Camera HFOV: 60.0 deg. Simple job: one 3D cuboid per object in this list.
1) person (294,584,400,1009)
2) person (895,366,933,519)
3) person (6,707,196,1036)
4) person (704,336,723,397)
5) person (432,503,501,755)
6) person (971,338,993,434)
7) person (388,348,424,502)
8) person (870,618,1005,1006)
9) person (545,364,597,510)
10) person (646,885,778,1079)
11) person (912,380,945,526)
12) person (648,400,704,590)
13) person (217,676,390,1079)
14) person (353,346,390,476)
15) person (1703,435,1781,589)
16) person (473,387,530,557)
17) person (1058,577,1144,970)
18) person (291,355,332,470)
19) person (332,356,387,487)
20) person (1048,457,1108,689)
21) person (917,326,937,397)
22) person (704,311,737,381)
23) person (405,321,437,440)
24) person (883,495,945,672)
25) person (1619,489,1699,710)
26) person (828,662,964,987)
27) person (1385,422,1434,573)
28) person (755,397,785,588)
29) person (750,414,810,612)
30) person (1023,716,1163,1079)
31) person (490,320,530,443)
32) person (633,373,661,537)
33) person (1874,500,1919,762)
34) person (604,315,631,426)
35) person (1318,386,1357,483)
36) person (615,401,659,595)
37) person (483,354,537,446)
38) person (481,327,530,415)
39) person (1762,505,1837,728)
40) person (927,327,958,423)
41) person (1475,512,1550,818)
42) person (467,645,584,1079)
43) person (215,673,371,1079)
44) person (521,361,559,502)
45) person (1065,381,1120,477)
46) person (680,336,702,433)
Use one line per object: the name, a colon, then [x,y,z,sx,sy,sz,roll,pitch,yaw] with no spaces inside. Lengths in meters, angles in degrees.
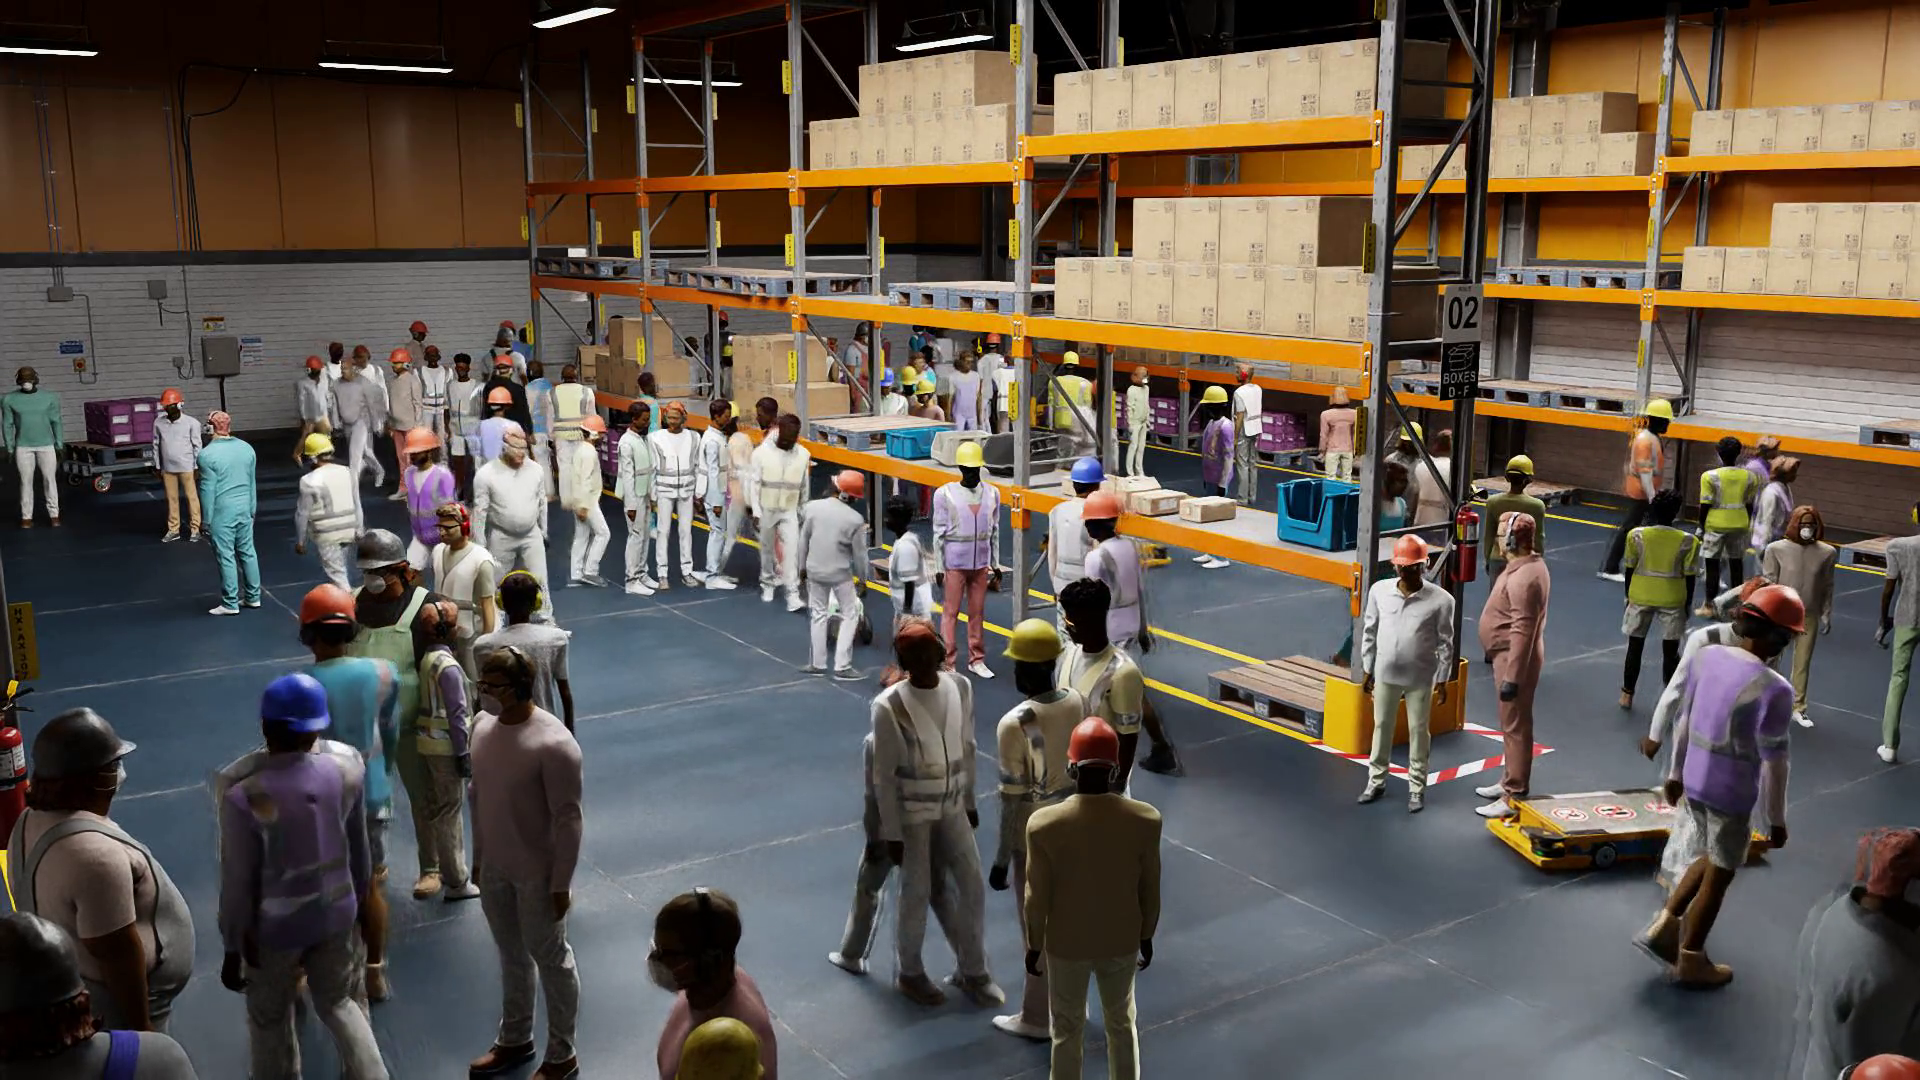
person: [-2.940,1.194,7.779,0.634,2.023,0.552,-10,15,-42]
person: [-0.616,-1.166,20.175,0.612,1.899,0.477,0,11,-1]
person: [-2.966,1.566,5.837,0.682,2.000,0.537,9,14,39]
person: [-4.274,-2.946,29.198,0.373,1.938,0.630,-6,13,-30]
person: [-3.274,0.648,11.071,0.567,1.836,0.385,9,14,39]
person: [0.320,-2.136,25.258,0.333,1.860,0.509,3,12,17]
person: [-7.198,-1.485,21.563,0.613,1.997,0.374,7,13,33]
person: [-0.069,1.292,7.689,0.619,1.863,0.638,-9,14,-37]
person: [-4.897,-1.302,21.024,0.636,1.842,0.429,-2,11,-8]
person: [-0.667,1.864,4.576,0.363,1.936,0.639,-3,12,-17]
person: [-0.392,-1.049,19.965,0.518,1.759,0.346,10,15,42]
person: [-2.834,-0.453,16.570,0.572,1.886,0.355,-5,12,-24]
person: [-2.569,1.500,6.546,0.799,1.912,0.686,9,14,37]
person: [-8.455,-1.841,23.752,0.599,1.840,0.935,-7,13,-33]
person: [7.766,-0.247,16.264,0.887,1.589,0.531,10,15,41]
person: [-4.784,-0.661,17.606,0.571,1.900,0.887,4,12,21]
person: [0.646,1.139,8.236,0.380,1.958,0.601,-6,12,-27]
person: [-9.324,-1.797,23.876,0.738,1.724,0.578,7,13,32]
person: [-8.070,-1.567,22.384,0.625,1.850,1.006,5,12,23]
person: [0.905,0.360,12.246,0.398,1.949,0.604,-9,14,-39]
person: [-0.516,-3.130,30.382,0.429,1.844,0.625,6,13,30]
person: [-4.159,-2.989,29.142,0.607,2.044,0.378,0,11,-3]
person: [-8.862,-2.593,27.272,0.412,1.985,0.615,1,11,6]
person: [-0.267,0.488,12.310,0.589,1.666,0.546,-2,11,-8]
person: [5.217,0.458,12.430,0.530,1.690,0.322,5,12,25]
person: [-0.254,1.375,7.992,0.821,1.591,0.533,11,15,43]
person: [4.315,-0.274,16.025,0.491,1.741,0.323,3,11,13]
person: [-1.856,-0.485,16.693,0.415,1.907,0.595,-3,12,-16]
person: [-1.690,-0.263,15.706,0.624,1.841,1.028,-4,12,-19]
person: [0.519,1.557,6.619,0.564,1.751,0.330,-2,11,-11]
person: [-7.301,-2.549,26.976,0.639,2.015,0.511,-7,13,-31]
person: [-3.634,-0.976,19.280,0.388,1.881,0.704,-7,13,-30]
person: [6.485,0.596,11.240,0.520,1.873,0.328,7,13,31]
person: [-6.067,-3.009,29.462,0.600,1.957,0.366,11,15,43]
person: [4.619,-1.059,20.309,0.500,1.636,0.282,-2,11,-8]
person: [-3.167,-0.412,16.317,0.411,1.907,0.600,1,11,5]
person: [-5.658,-1.368,21.047,0.636,1.956,0.799,6,13,29]
person: [-6.834,-2.247,25.352,0.696,2.000,0.772,3,11,15]
person: [6.061,0.552,12.071,0.500,1.633,0.285,1,11,7]
person: [-0.316,-2.831,28.559,0.620,1.945,0.458,-10,15,-41]
person: [3.402,0.767,10.282,0.401,1.905,0.642,4,12,21]
person: [-1.846,1.384,7.029,0.627,1.940,0.371,8,14,35]
person: [-2.620,1.470,6.674,0.613,1.905,0.898,-8,14,-36]
person: [-5.446,-1.417,21.715,0.572,1.818,0.672,3,11,15]
person: [1.507,-0.843,18.498,0.579,1.905,0.650,-5,12,-25]
person: [-4.195,-2.240,25.843,0.340,1.840,0.504,7,13,31]
